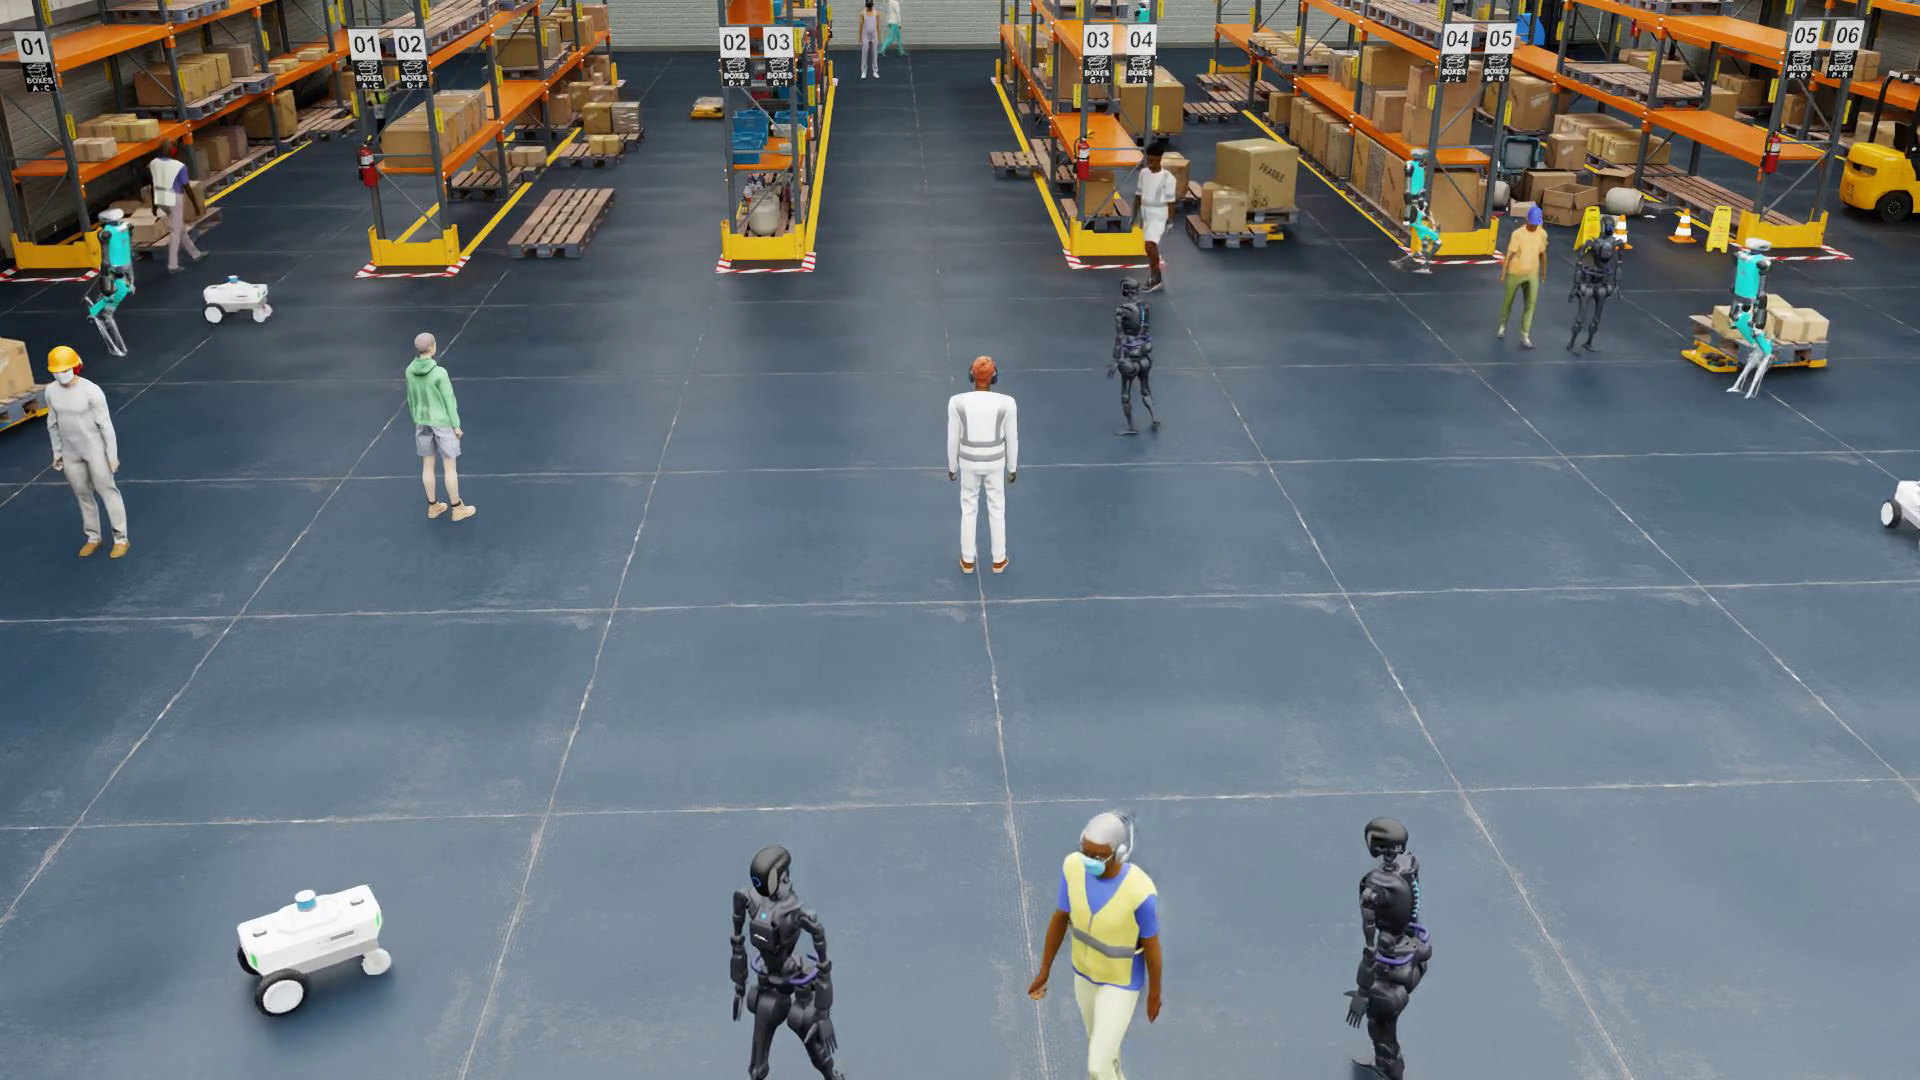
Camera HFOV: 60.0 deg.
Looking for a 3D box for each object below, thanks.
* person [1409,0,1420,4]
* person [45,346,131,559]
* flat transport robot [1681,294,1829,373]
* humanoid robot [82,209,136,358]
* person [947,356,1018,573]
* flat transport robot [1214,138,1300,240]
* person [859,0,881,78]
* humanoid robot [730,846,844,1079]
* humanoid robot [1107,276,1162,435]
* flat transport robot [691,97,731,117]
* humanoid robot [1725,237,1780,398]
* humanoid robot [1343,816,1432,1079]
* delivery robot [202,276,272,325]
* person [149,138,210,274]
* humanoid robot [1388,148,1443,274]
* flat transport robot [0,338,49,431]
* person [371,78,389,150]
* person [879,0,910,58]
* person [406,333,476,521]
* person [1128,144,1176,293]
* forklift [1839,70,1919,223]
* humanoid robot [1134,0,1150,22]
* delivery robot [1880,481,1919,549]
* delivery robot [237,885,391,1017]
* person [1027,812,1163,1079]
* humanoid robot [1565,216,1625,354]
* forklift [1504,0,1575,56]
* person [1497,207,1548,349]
[{"bbox_3d":[11.504,-12.991,41.835,0.737,1.773,0.358,-11,26,-23],"label":"person"},{"bbox_3d":[-7.462,-0.751,14.174,0.569,1.889,0.389,2,24,4],"label":"person"},{"bbox_3d":[9.223,-2.162,19.331,1.431,0.231,0.659,-4,24,-9],"label":"flat transport robot"},{"bbox_3d":[-9.924,-2.960,19.345,0.752,1.792,0.546,4,24,9],"label":"humanoid robot"},{"bbox_3d":[0.188,-0.618,13.877,0.583,1.882,0.337,1,24,2],"label":"person"},{"bbox_3d":[4.438,-4.814,25.290,0.659,0.231,1.431,-1,24,-2],"label":"flat transport robot"},{"bbox_3d":[-2.104,-11.787,38.997,0.514,1.862,0.388,-4,24,-10],"label":"person"},{"bbox_3d":[-0.822,2.172,7.923,0.600,1.633,0.788,12,27,25],"label":"humanoid robot"},{"bbox_3d":[1.824,-1.861,16.930,0.476,1.648,0.610,21,31,39],"label":"humanoid robot"},{"bbox_3d":[-5.216,-9.087,34.891,0.659,0.231,1.431,0,24,0],"label":"flat transport robot"},{"bbox_3d":[8.686,-2.407,18.087,0.664,1.803,0.532,-6,25,-12],"label":"humanoid robot"},{"bbox_3d":[2.104,2.077,8.087,0.439,1.642,0.611,18,30,35],"label":"humanoid robot"},{"bbox_3d":[-9.109,-3.014,20.910,0.808,0.607,0.499,-2,24,-4],"label":"delivery robot"},{"bbox_3d":[-10.825,-4.643,23.026,0.587,1.792,0.941,9,25,19],"label":"person"},{"bbox_3d":[6.280,-4.395,22.533,0.957,1.752,0.543,17,29,34],"label":"humanoid robot"},{"bbox_3d":[-10.192,-1.207,17.184,0.659,0.231,1.431,6,25,13],"label":"flat transport robot"},{"bbox_3d":[-10.822,-8.171,31.070,0.320,1.698,0.536,-3,24,-6],"label":"person"},{"bbox_3d":[-1.698,-13.116,42.135,0.840,1.727,0.531,-9,26,-19],"label":"person"},{"bbox_3d":[-4.707,-1.008,14.927,0.469,1.743,0.347,8,25,16],"label":"person"},{"bbox_3d":[2.499,-4.252,21.975,0.693,1.939,0.617,-16,28,-31],"label":"person"},{"bbox_3d":[15.132,-6.143,25.915,2.313,2.155,1.214,-1,24,-2],"label":"forklift"},{"bbox_3d":[4.124,-11.841,39.105,0.533,1.681,0.735,-17,29,-33],"label":"humanoid robot"},{"bbox_3d":[8.558,-0.253,14.688,0.499,0.594,0.778,1,24,3],"label":"delivery robot"},{"bbox_3d":[-3.570,2.196,9.156,0.756,0.571,0.499,-15,28,-30],"label":"delivery robot"},{"bbox_3d":[0.619,2.101,7.792,0.544,1.868,0.738,20,31,38],"label":"person"},{"bbox_3d":[7.460,-2.997,19.496,0.609,1.644,0.345,-2,24,-5],"label":"humanoid robot"},{"bbox_3d":[14.700,-13.805,42.301,1.873,2.768,1.129,-1,24,-2],"label":"forklift"},{"bbox_3d":[6.711,-3.134,19.788,0.563,1.662,0.861,2,24,4],"label":"person"}]
